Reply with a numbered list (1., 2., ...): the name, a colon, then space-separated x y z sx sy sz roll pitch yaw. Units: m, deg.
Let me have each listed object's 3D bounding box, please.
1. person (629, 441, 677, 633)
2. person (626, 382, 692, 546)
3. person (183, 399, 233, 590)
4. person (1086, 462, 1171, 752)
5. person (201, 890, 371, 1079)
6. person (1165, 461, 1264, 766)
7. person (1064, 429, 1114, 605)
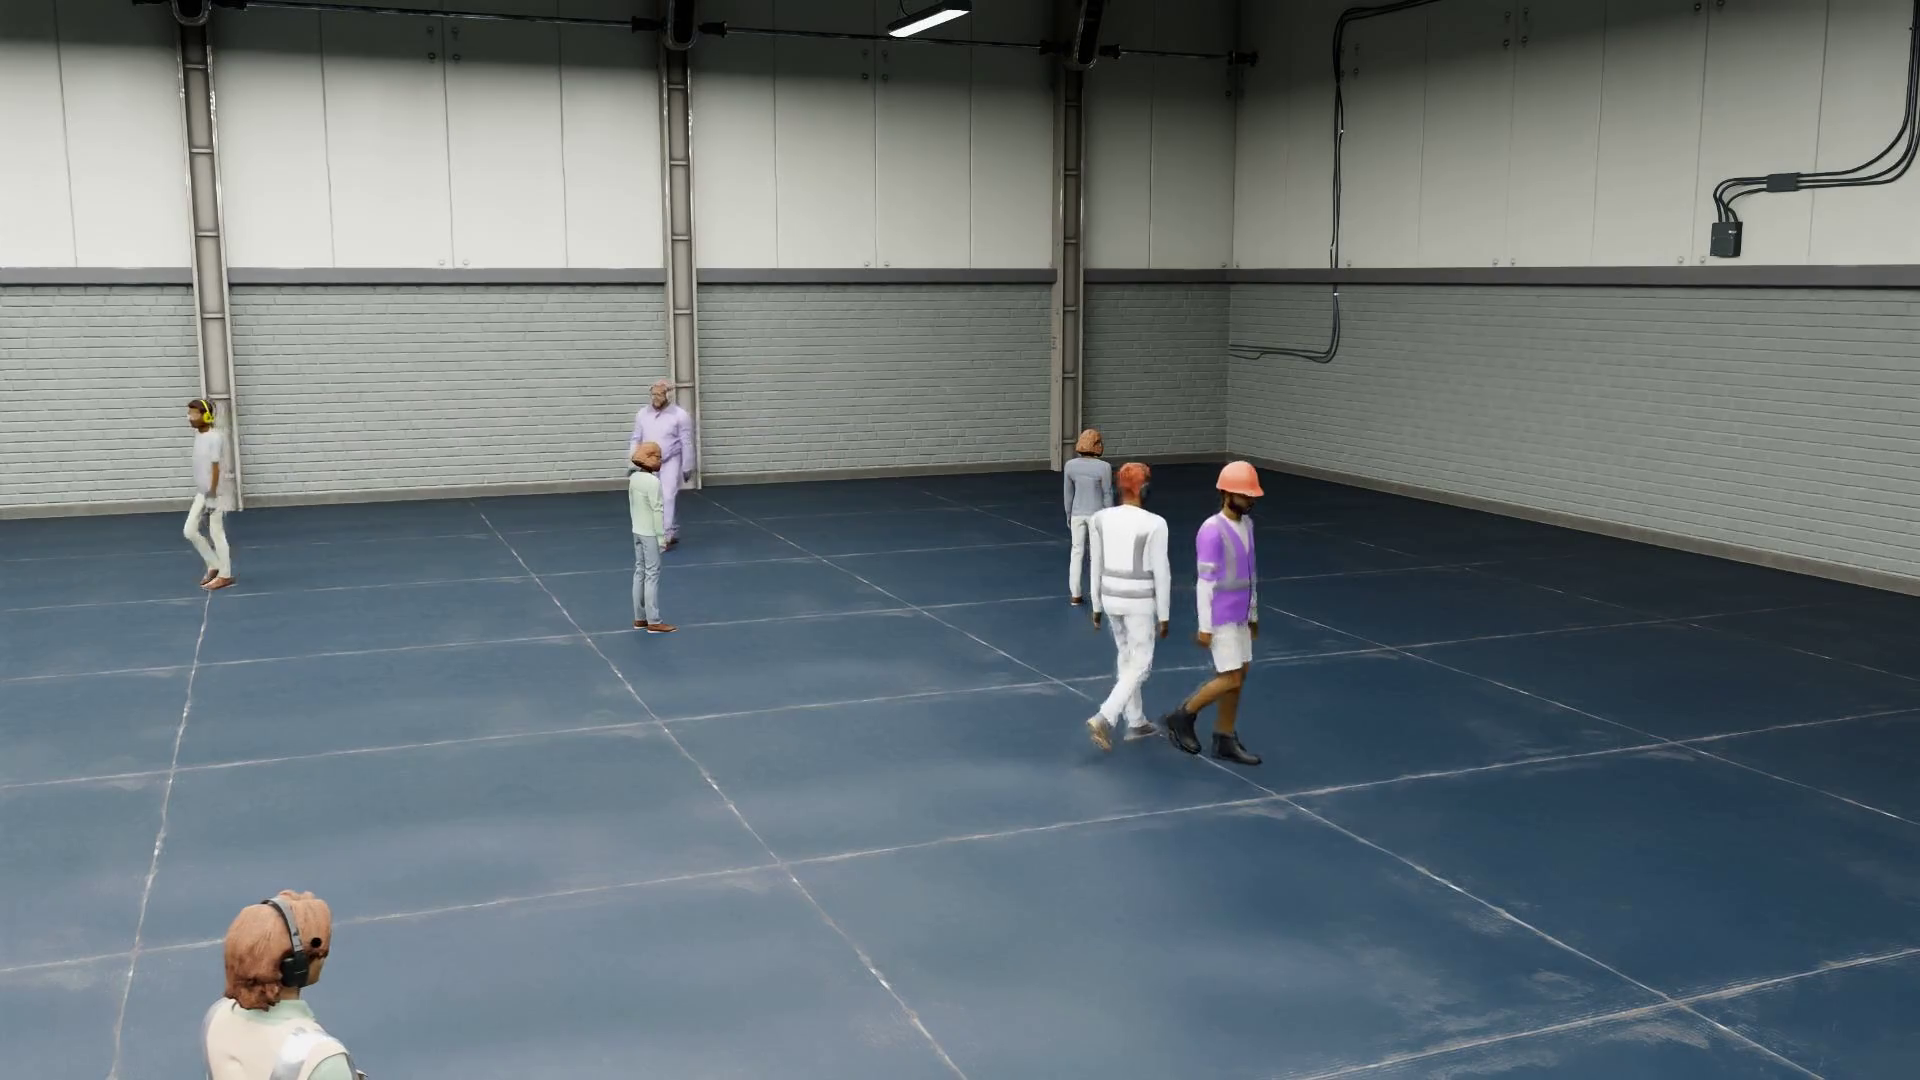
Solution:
1. person: -2.642 -0.029 14.172 0.283 1.633 0.498 -7 11 -36
2. person: -3.342 -0.805 18.346 0.659 1.860 0.971 3 10 20
3. person: -7.240 -0.428 16.012 0.518 1.853 0.428 7 11 37
4. person: 1.054 0.430 10.617 0.590 1.859 0.778 8 12 40
5. person: -1.538 1.612 3.847 0.515 1.641 0.309 6 11 33
6. person: 1.625 0.456 10.259 0.523 1.920 0.548 6 11 33
7. person: 1.186 -0.199 15.241 0.498 1.633 0.282 6 11 32
